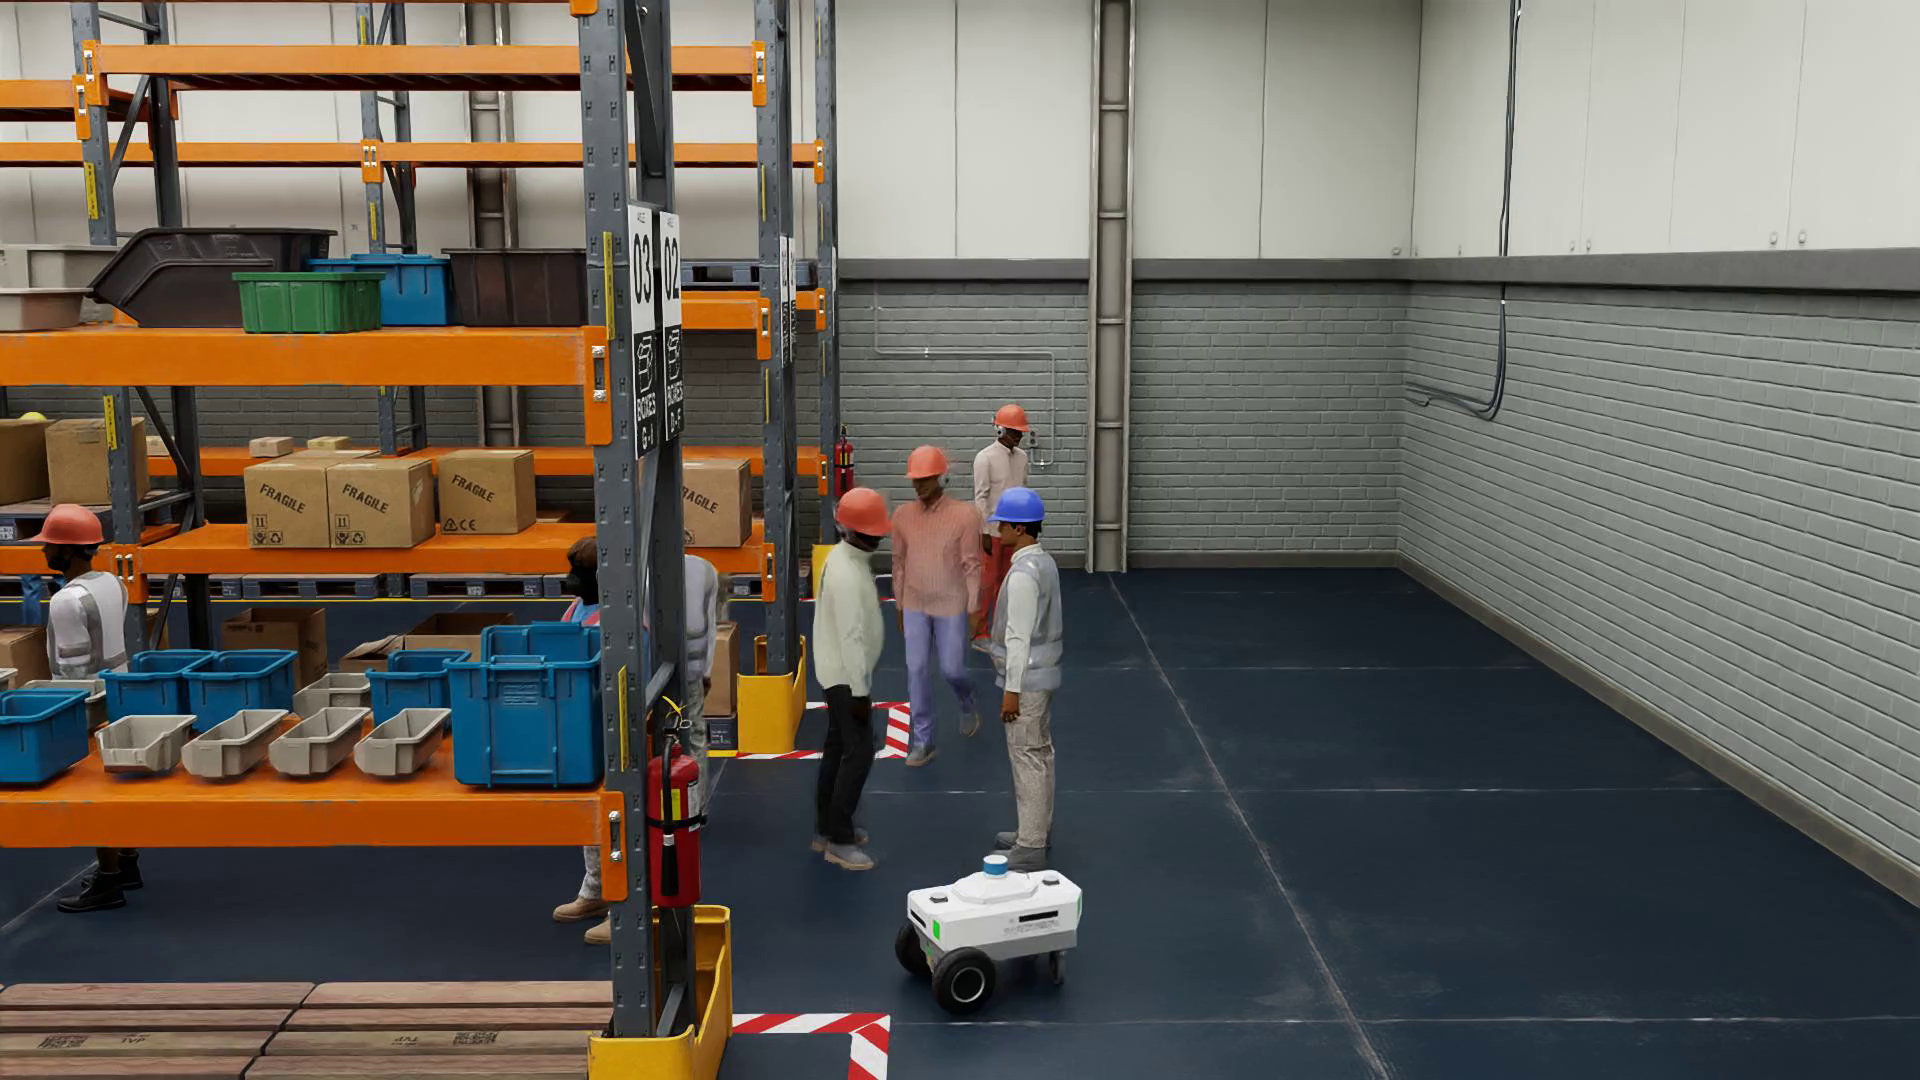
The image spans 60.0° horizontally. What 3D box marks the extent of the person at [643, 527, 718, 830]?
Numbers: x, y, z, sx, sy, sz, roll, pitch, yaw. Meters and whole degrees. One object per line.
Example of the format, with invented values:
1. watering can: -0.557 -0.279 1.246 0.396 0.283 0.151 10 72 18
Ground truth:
1. person: -1.558 0.686 8.854 0.403 1.833 0.591 8 12 41

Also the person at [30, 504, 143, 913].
1. person: -4.139 0.789 7.887 0.353 1.942 0.546 -1 9 -5

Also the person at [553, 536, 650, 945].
1. person: -1.644 0.892 7.558 0.429 1.846 0.626 -7 11 -36

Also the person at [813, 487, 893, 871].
1. person: -0.544 0.694 8.461 0.397 1.958 0.667 -1 9 -7

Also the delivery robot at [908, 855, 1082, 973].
1. delivery robot: 0.152 1.576 7.019 0.707 0.478 0.477 -4 10 -22

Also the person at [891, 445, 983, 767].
1. person: -0.131 0.383 10.267 0.614 1.971 0.627 4 10 21

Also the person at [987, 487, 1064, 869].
1. person: 0.330 0.695 8.493 0.405 1.942 0.612 2 9 12

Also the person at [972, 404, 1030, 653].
1. person: 0.355 -0.089 13.186 0.434 1.977 0.600 8 12 41
